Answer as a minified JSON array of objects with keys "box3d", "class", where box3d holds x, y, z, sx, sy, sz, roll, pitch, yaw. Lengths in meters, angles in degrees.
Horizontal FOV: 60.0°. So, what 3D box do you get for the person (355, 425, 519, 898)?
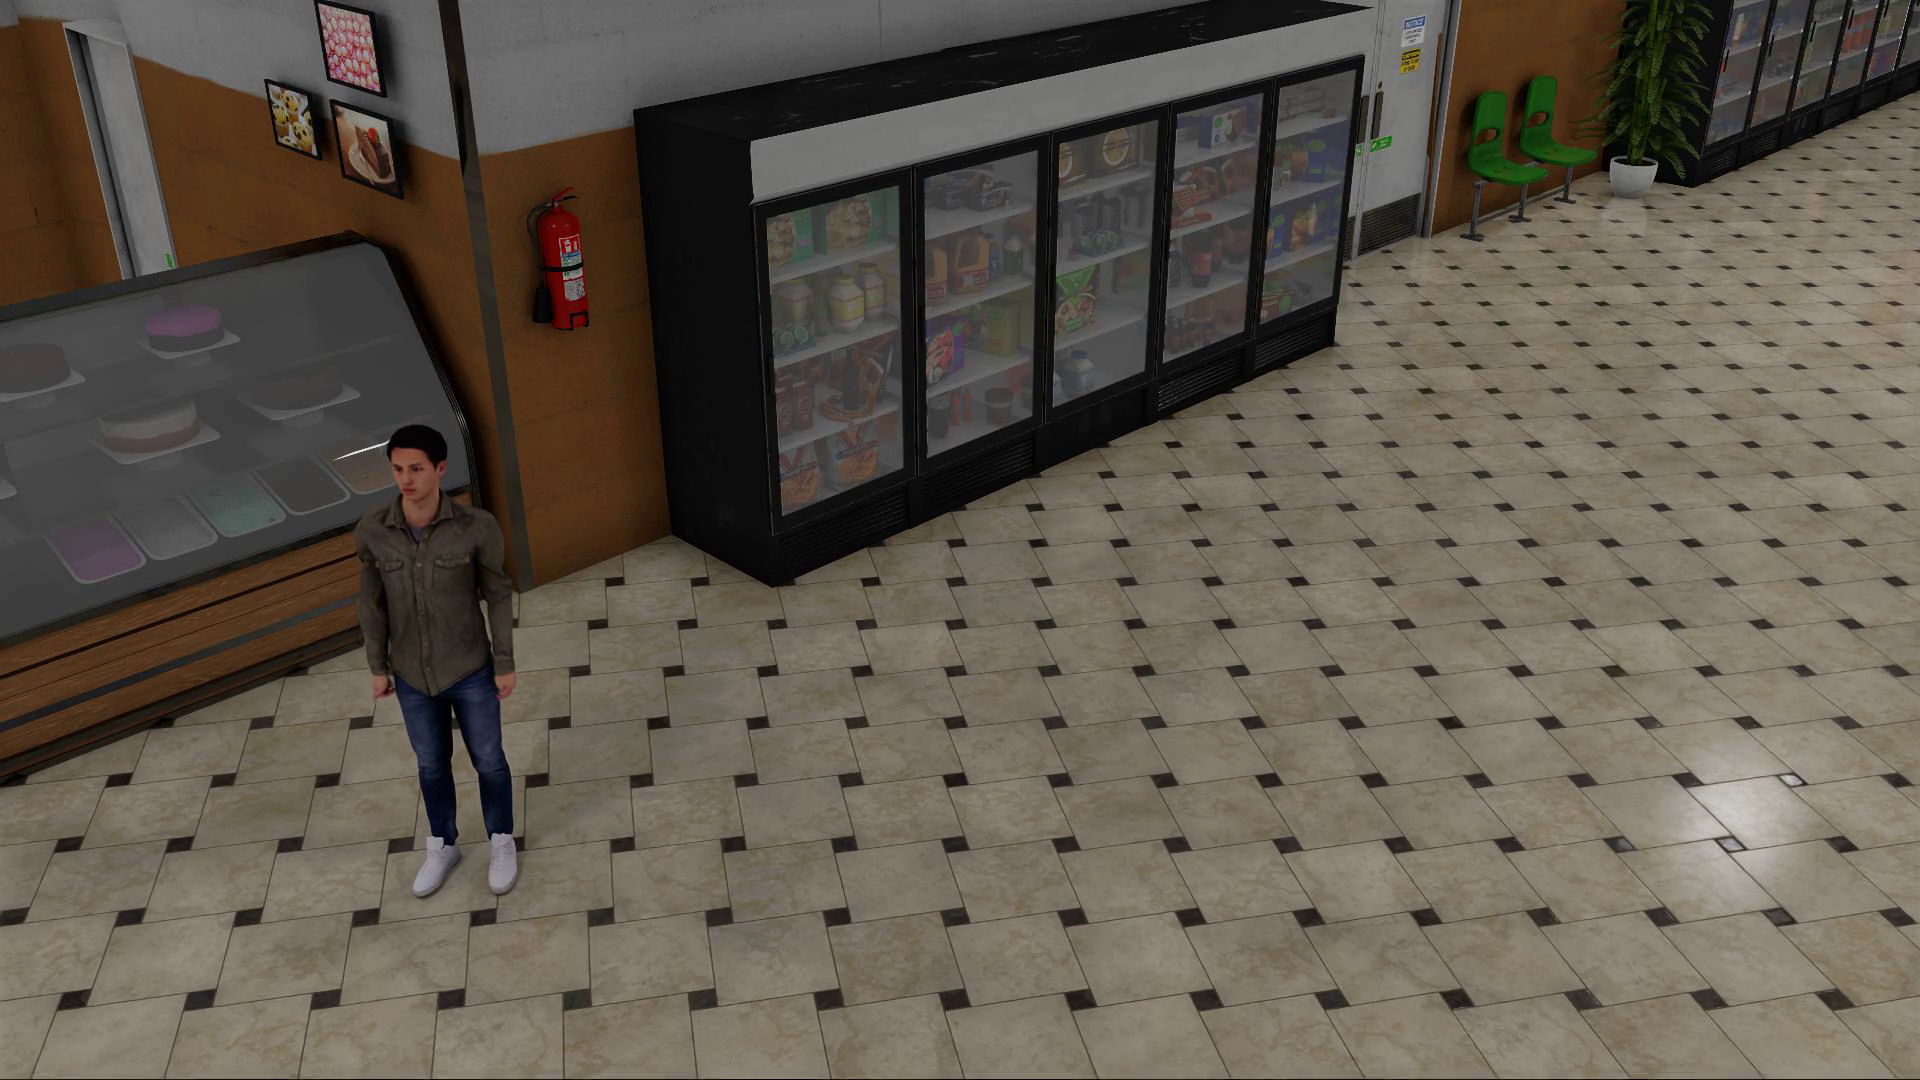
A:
[{"box3d":[-1.882,0.443,6.093,0.781,1.864,0.837,0,27,0],"class":"person"}]
